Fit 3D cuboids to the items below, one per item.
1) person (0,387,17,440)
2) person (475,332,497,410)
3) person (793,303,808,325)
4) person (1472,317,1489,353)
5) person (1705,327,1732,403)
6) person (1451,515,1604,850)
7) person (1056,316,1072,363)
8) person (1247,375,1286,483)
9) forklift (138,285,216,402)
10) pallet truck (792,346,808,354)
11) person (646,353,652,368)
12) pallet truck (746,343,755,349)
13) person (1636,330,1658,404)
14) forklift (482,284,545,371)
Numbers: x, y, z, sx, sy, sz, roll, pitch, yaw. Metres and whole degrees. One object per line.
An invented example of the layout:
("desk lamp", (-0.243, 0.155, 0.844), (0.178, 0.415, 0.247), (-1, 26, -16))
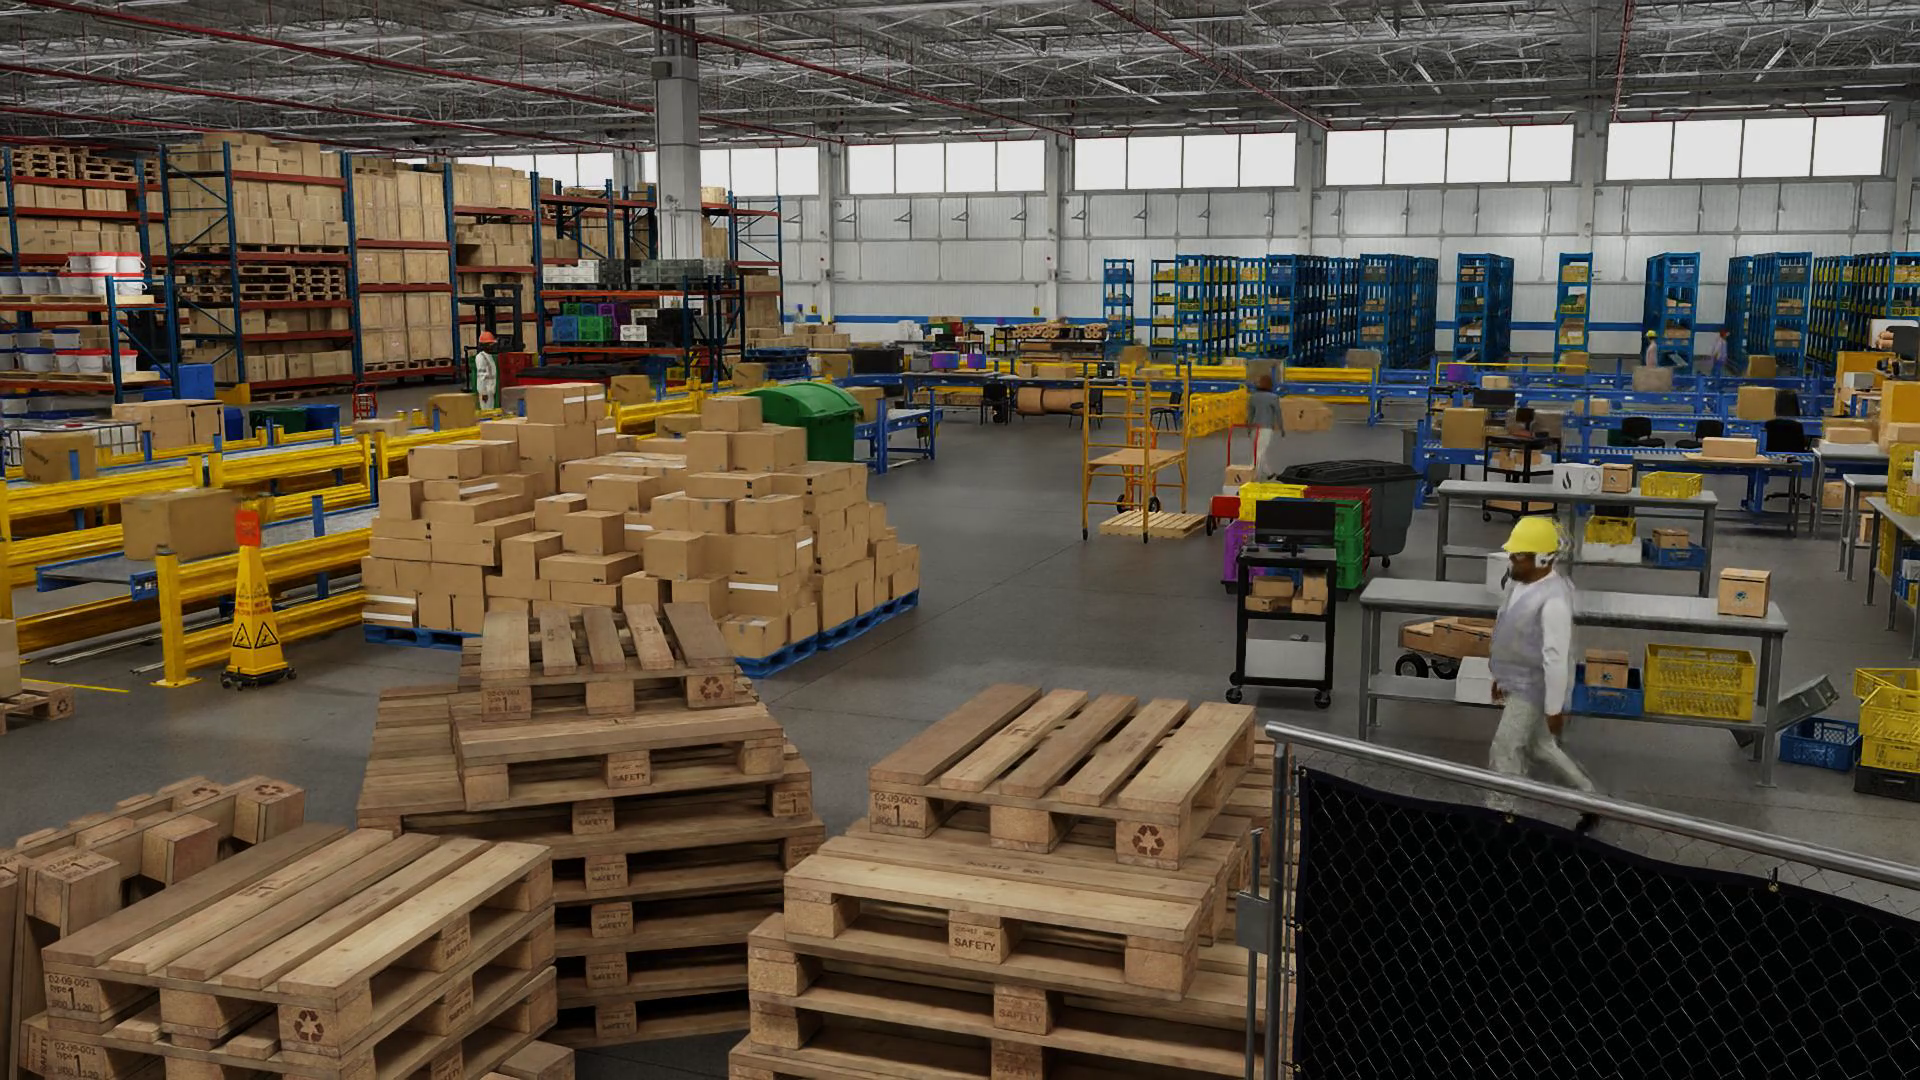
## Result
("person", (-17.592, -2.675, 30.438), (0.531, 1.748, 0.722), (-2, 9, -9))
("person", (-8.274, -2.624, 29.186), (0.377, 2.045, 0.605), (0, 9, -2))
("person", (-6.283, -8.373, 65.635), (0.687, 1.926, 0.521), (-8, 12, -41))
("person", (15.888, -6.036, 50.774), (1.048, 1.976, 0.641), (7, 11, 37))
("person", (18.074, -4.121, 39.340), (0.950, 1.792, 0.594), (6, 11, 32))
("person", (3.070, 0.753, 8.754), (0.834, 1.803, 0.595), (1, 9, 6))
("person", (2.861, -5.304, 46.482), (0.679, 1.891, 0.648), (6, 11, 35))
("person", (4.451, -1.608, 24.242), (0.871, 1.587, 0.503), (-8, 12, -42))
("forklift", (-17.480, -4.200, 36.461), (1.873, 2.768, 1.129), (3, 10, 19))
("pallet truck", (-3.705, -4.298, 42.022), (0.653, 1.274, 1.630), (3, 10, 20))
("person", (-10.129, -6.439, 54.117), (0.528, 1.729, 0.879), (3, 10, 21))
("pallet truck", (-6.183, -4.618, 44.264), (1.601, 1.201, 0.680), (-9, 12, -43))
("person", (16.171, -4.058, 39.124), (0.604, 1.748, 0.532), (6, 11, 33))
("forklift", (-10.832, -4.702, 39.610), (1.129, 2.768, 1.873), (3, 10, 20))
